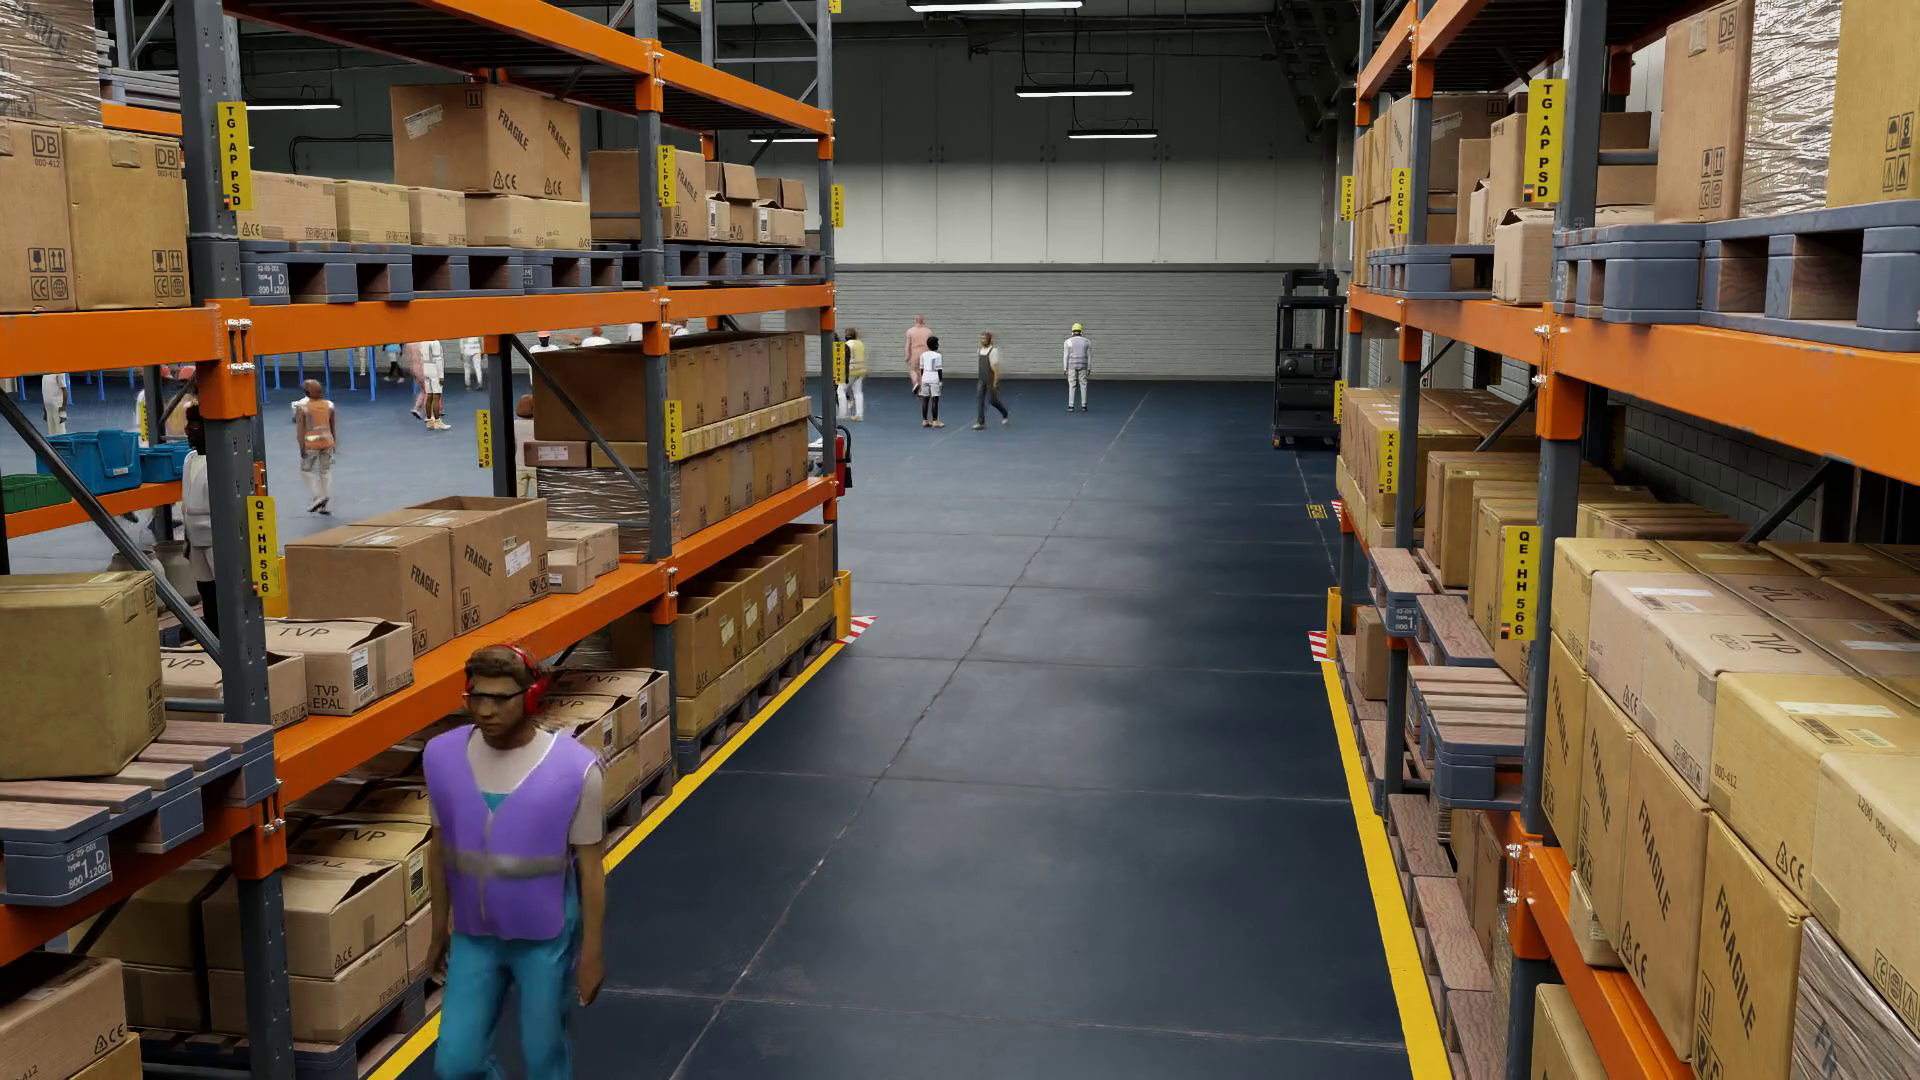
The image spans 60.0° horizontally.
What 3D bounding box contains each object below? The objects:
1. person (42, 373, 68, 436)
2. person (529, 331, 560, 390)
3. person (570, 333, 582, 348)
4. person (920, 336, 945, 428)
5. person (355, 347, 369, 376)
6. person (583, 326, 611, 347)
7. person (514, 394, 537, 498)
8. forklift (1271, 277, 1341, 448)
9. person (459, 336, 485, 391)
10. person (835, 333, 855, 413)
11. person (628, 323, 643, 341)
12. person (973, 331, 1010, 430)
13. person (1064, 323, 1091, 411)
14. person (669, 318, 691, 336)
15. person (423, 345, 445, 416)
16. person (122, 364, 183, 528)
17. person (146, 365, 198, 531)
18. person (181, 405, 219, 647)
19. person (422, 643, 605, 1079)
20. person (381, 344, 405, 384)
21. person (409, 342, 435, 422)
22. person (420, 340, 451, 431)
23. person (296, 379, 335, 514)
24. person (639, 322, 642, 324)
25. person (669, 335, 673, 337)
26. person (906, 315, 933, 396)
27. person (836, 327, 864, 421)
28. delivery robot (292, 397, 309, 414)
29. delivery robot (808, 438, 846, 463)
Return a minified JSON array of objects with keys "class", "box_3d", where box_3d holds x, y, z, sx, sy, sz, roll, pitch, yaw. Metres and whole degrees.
[{"class":"person","box_3d":[-12.998,-1.864,23.849,0.531,1.867,0.316,6,11,32]},{"class":"person","box_3d":[-7.394,-2.847,29.695,0.552,1.935,0.374,-3,10,-18]},{"class":"person","box_3d":[-8.183,-3.593,35.330,0.803,1.599,0.508,-4,10,-22]},{"class":"person","box_3d":[-0.527,-2.961,31.128,0.537,1.698,0.321,9,13,44]},{"class":"person","box_3d":[-16.538,-5.378,46.229,0.521,1.639,0.318,-7,12,-37]},{"class":"person","box_3d":[-7.261,-3.426,33.491,0.618,1.859,0.652,0,9,-2]},{"class":"person","box_3d":[-4.501,-0.711,17.446,0.504,1.636,0.280,1,9,8]},{"class":"forklift","box_3d":[5.847,-3.016,27.970,1.129,2.768,1.873,1,9,9]},{"class":"person","box_3d":[-11.900,-4.602,40.637,0.633,1.909,0.939,-5,11,-30]},{"class":"person","box_3d":[-2.448,-3.464,34.352,0.713,1.664,0.545,-7,12,-38]},{"class":"person","box_3d":[-8.169,-4.849,42.245,0.515,1.873,0.329,1,9,7]},{"class":"person","box_3d":[0.562,-2.974,30.852,0.744,1.823,0.513,-9,13,-42]},{"class":"person","box_3d":[2.447,-3.607,34.734,0.588,1.823,0.403,-1,9,-5]},{"class":"person","box_3d":[-6.138,-4.047,36.911,0.538,2.000,0.691,-7,12,-37]},{"class":"person","box_3d":[-10.672,-3.386,33.548,0.530,1.767,0.328,-1,9,-6]},{"class":"person","box_3d":[-9.222,-1.077,18.871,0.656,1.909,0.579,-7,11,-35]},{"class":"person","box_3d":[-8.462,-0.947,18.150,0.563,1.906,0.849,6,11,33]},{"class":"person","box_3d":[-5.482,-0.019,12.164,0.606,1.966,0.367,6,11,32]},{"class":"person","box_3d":[-1.346,1.202,5.022,0.592,1.833,0.449,2,9,10]},{"class":"person","box_3d":[-14.757,-4.897,43.199,0.883,1.643,0.548,4,10,26]},{"class":"person","box_3d":[-10.325,-3.226,32.177,0.693,1.894,0.409,7,12,37]},{"class":"person","box_3d":[-9.668,-3.046,30.596,0.605,2.044,0.375,9,13,44]},{"class":"person","box_3d":[-7.740,-1.121,20.023,0.366,1.626,0.513,8,13,42]},{"class":"person","box_3d":[-8.354,-4.983,43.075,0.475,1.877,0.663,-2,9,-9]},{"class":"person","box_3d":[-4.619,-2.318,26.539,0.643,1.905,0.400,-5,10,-27]},{"class":"person","box_3d":[-0.950,-4.287,38.706,0.656,1.891,0.448,-2,9,-13]},{"class":"person","box_3d":[-2.174,-3.233,32.441,0.700,1.816,0.640,6,11,32]},{"class":"delivery robot","box_3d":[-12.596,-2.599,32.262,0.477,0.478,0.707,4,10,23]},{"class":"delivery robot","box_3d":[-1.963,-1.344,24.518,0.477,0.478,0.707,3,10,20]}]
